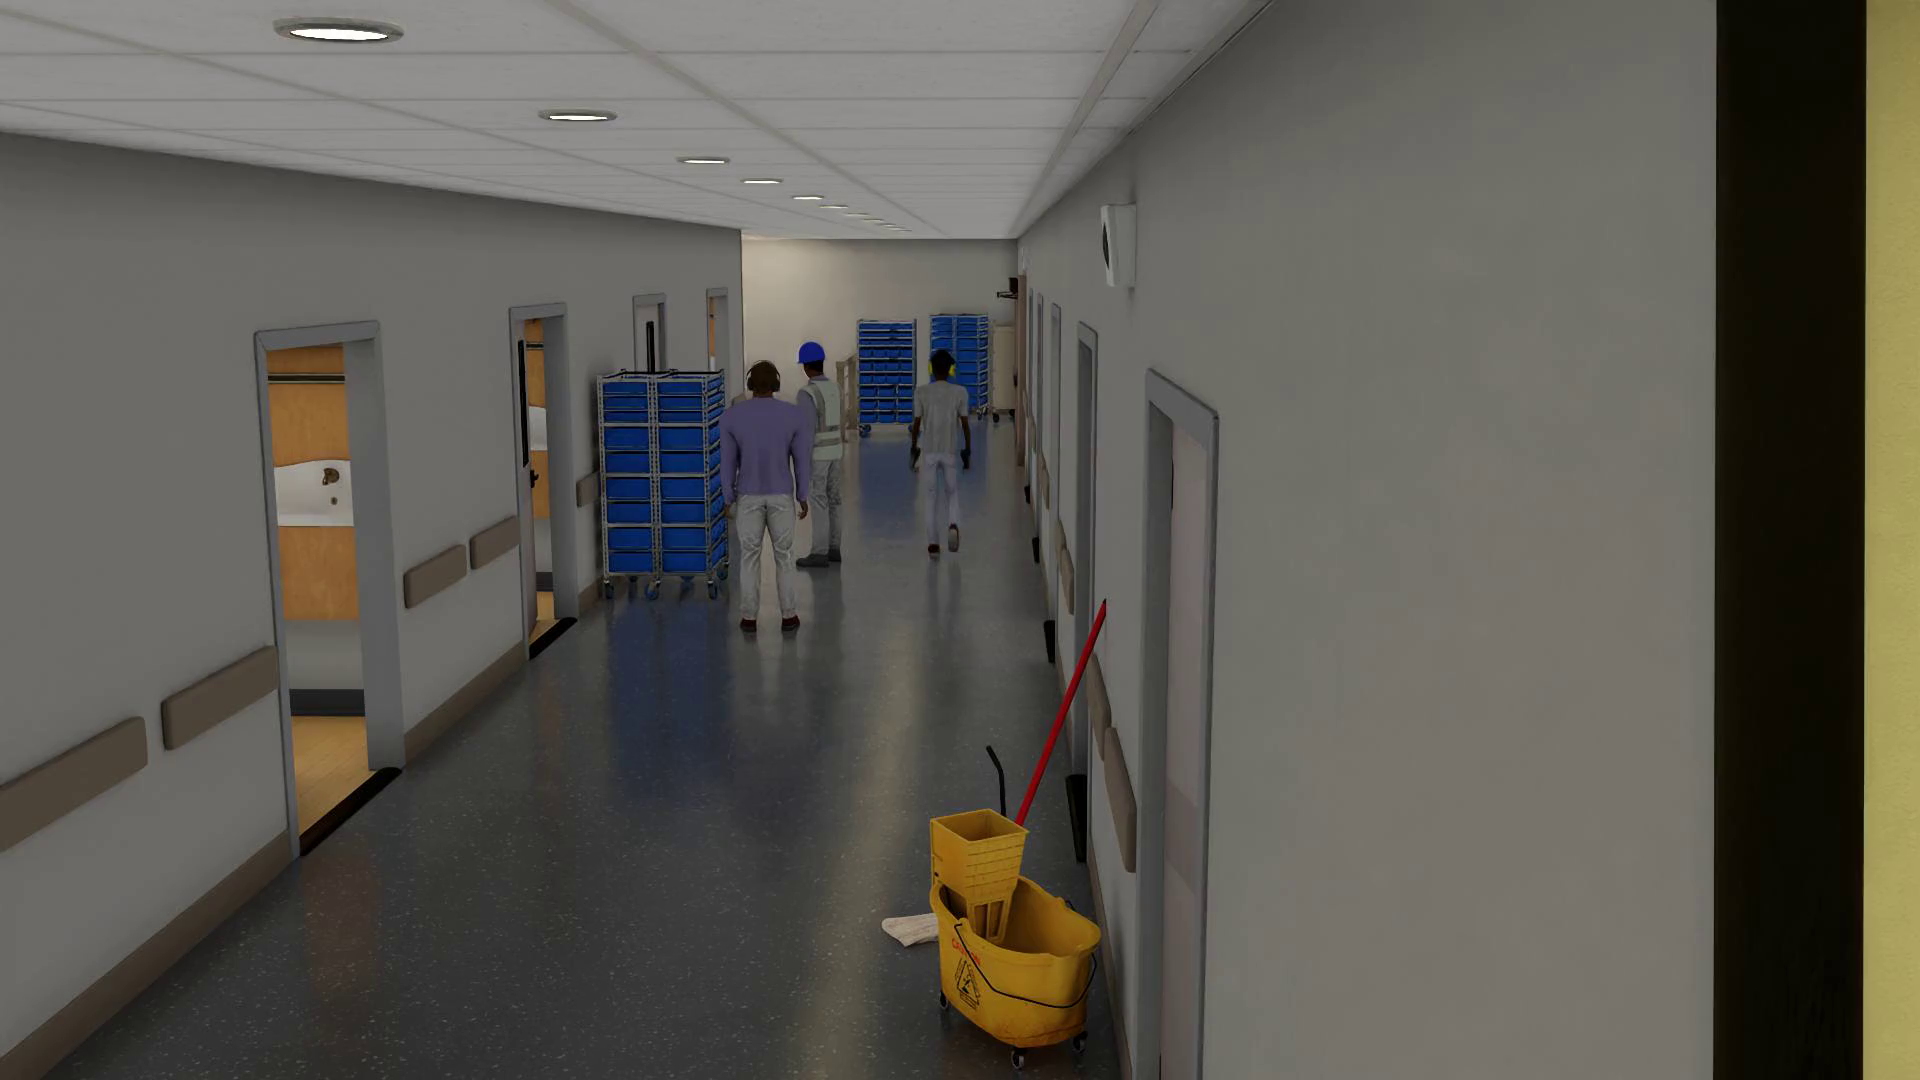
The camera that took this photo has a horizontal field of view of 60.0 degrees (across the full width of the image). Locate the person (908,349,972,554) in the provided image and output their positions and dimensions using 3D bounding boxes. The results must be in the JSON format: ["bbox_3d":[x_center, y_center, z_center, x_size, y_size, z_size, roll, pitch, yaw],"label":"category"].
[{"bbox_3d":[-0.174,-0.768,14.860,0.553,1.847,0.479,-1,10,-5],"label":"person"}]

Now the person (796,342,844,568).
[{"bbox_3d":[-1.224,-0.732,14.348,0.402,1.943,0.605,4,10,25],"label":"person"}]

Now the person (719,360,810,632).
[{"bbox_3d":[-1.380,-0.307,11.808,0.635,1.938,0.359,-1,10,-7],"label":"person"}]
